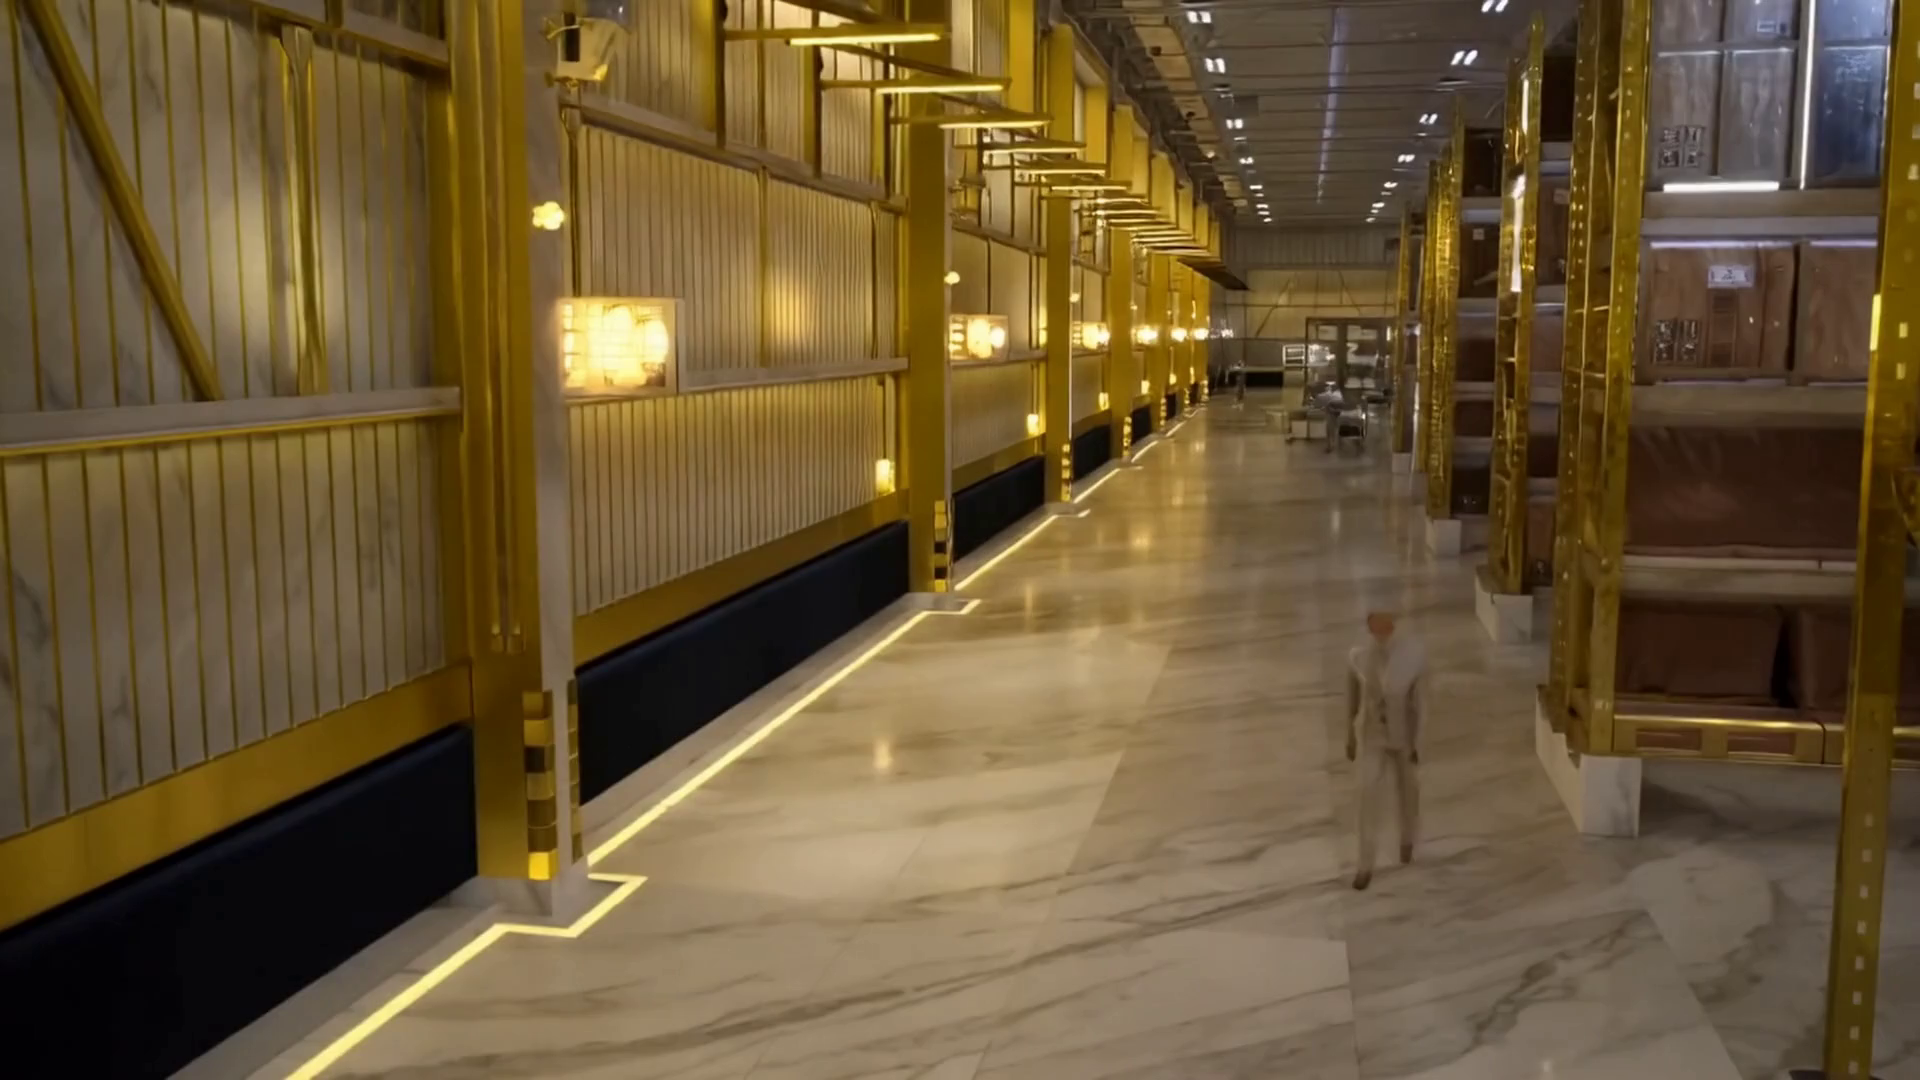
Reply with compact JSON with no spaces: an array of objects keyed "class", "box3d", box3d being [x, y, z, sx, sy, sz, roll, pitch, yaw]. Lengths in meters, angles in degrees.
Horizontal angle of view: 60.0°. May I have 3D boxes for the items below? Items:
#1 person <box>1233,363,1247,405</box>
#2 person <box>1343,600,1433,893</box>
[{"class":"person","box3d":[11.942,-6.631,70.810,0.618,1.786,0.911,0,7,-3]},{"class":"person","box3d":[2.429,1.126,9.427,0.517,1.610,0.764,3,8,23]}]
